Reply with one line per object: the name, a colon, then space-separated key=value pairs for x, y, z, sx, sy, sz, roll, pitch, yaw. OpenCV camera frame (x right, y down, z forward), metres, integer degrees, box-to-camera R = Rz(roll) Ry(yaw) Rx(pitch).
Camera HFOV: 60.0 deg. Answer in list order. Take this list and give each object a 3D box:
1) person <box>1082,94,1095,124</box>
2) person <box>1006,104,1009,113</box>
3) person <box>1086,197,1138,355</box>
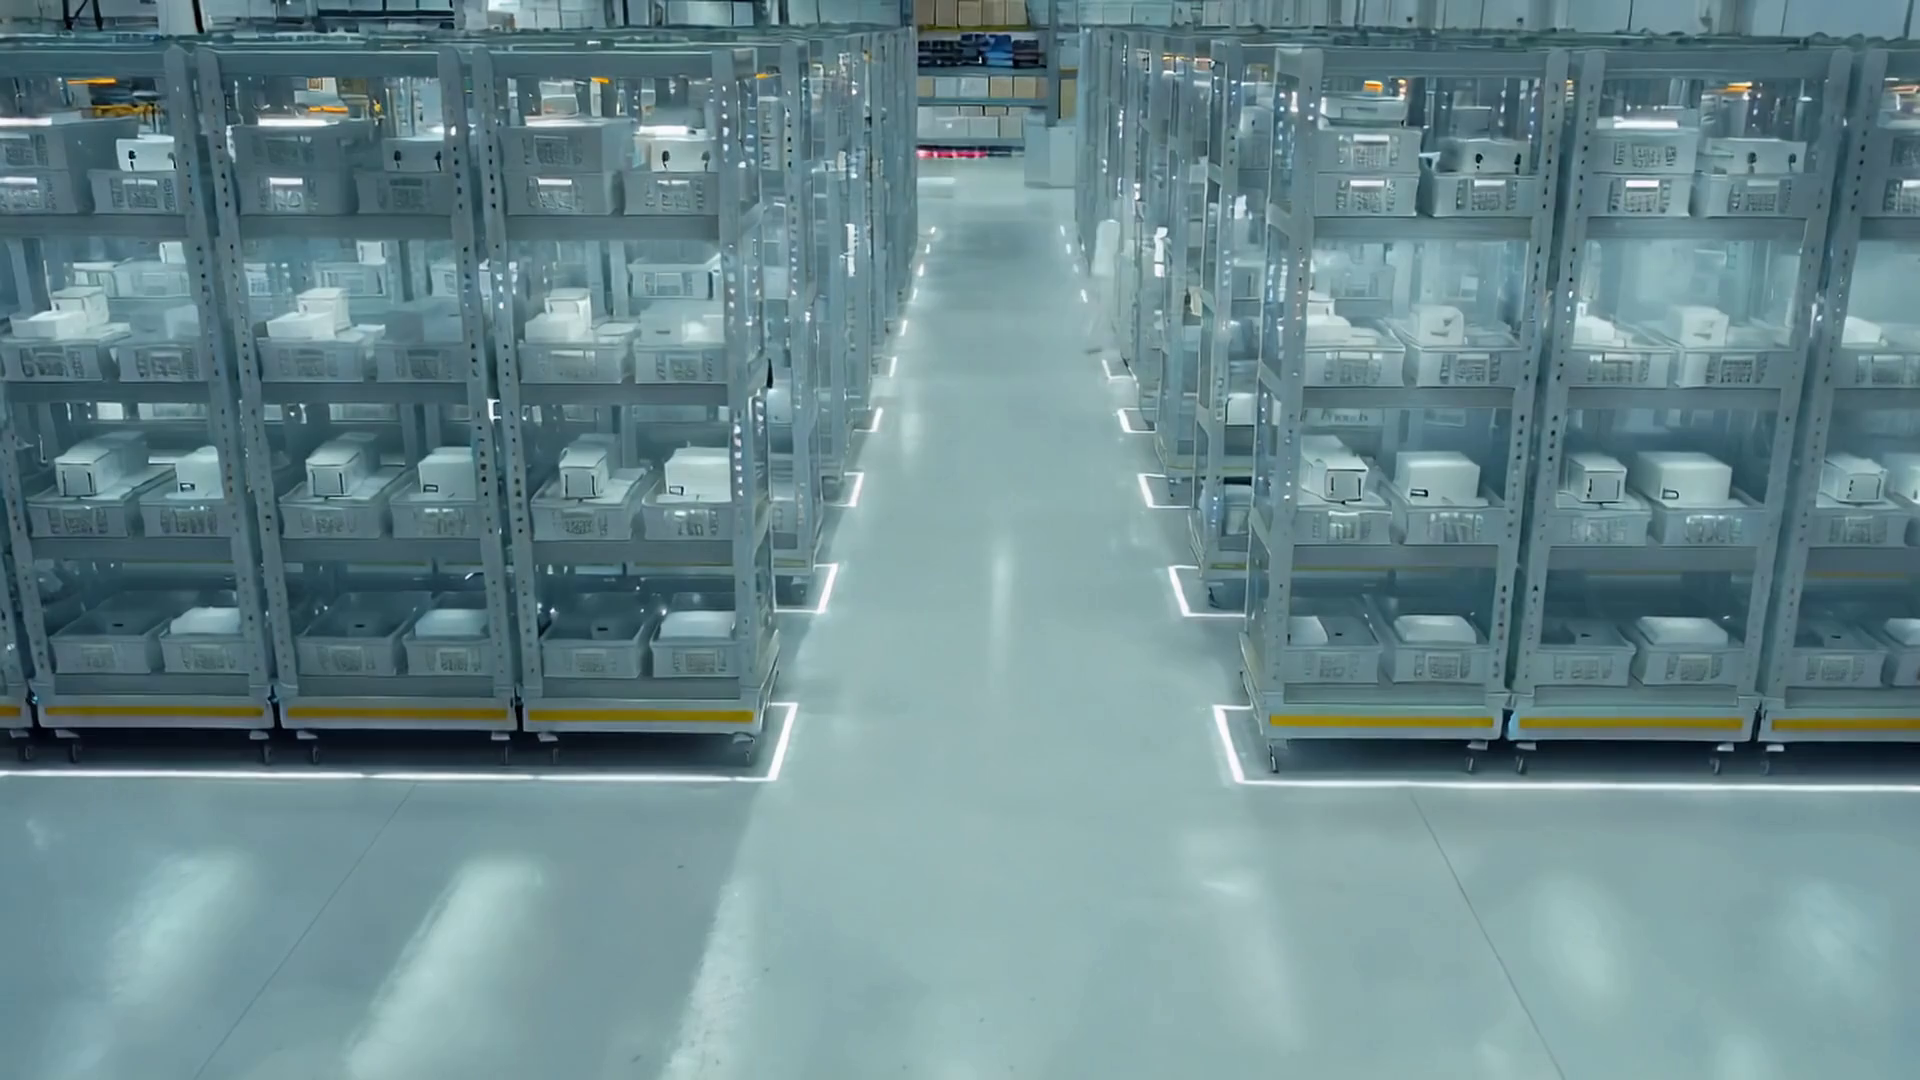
person: x=3.339 y=-10.488 z=42.547 sx=0.609 sy=1.986 sz=0.416 roll=-1 pitch=17 yaw=-3
person: x=1.417 y=-12.634 z=49.487 sx=0.803 sy=1.918 sz=0.552 roll=-4 pitch=18 yaw=-12
person: x=1.795 y=-3.030 z=19.072 sx=0.809 sy=1.794 sz=0.670 roll=-10 pitch=20 yaw=-29
